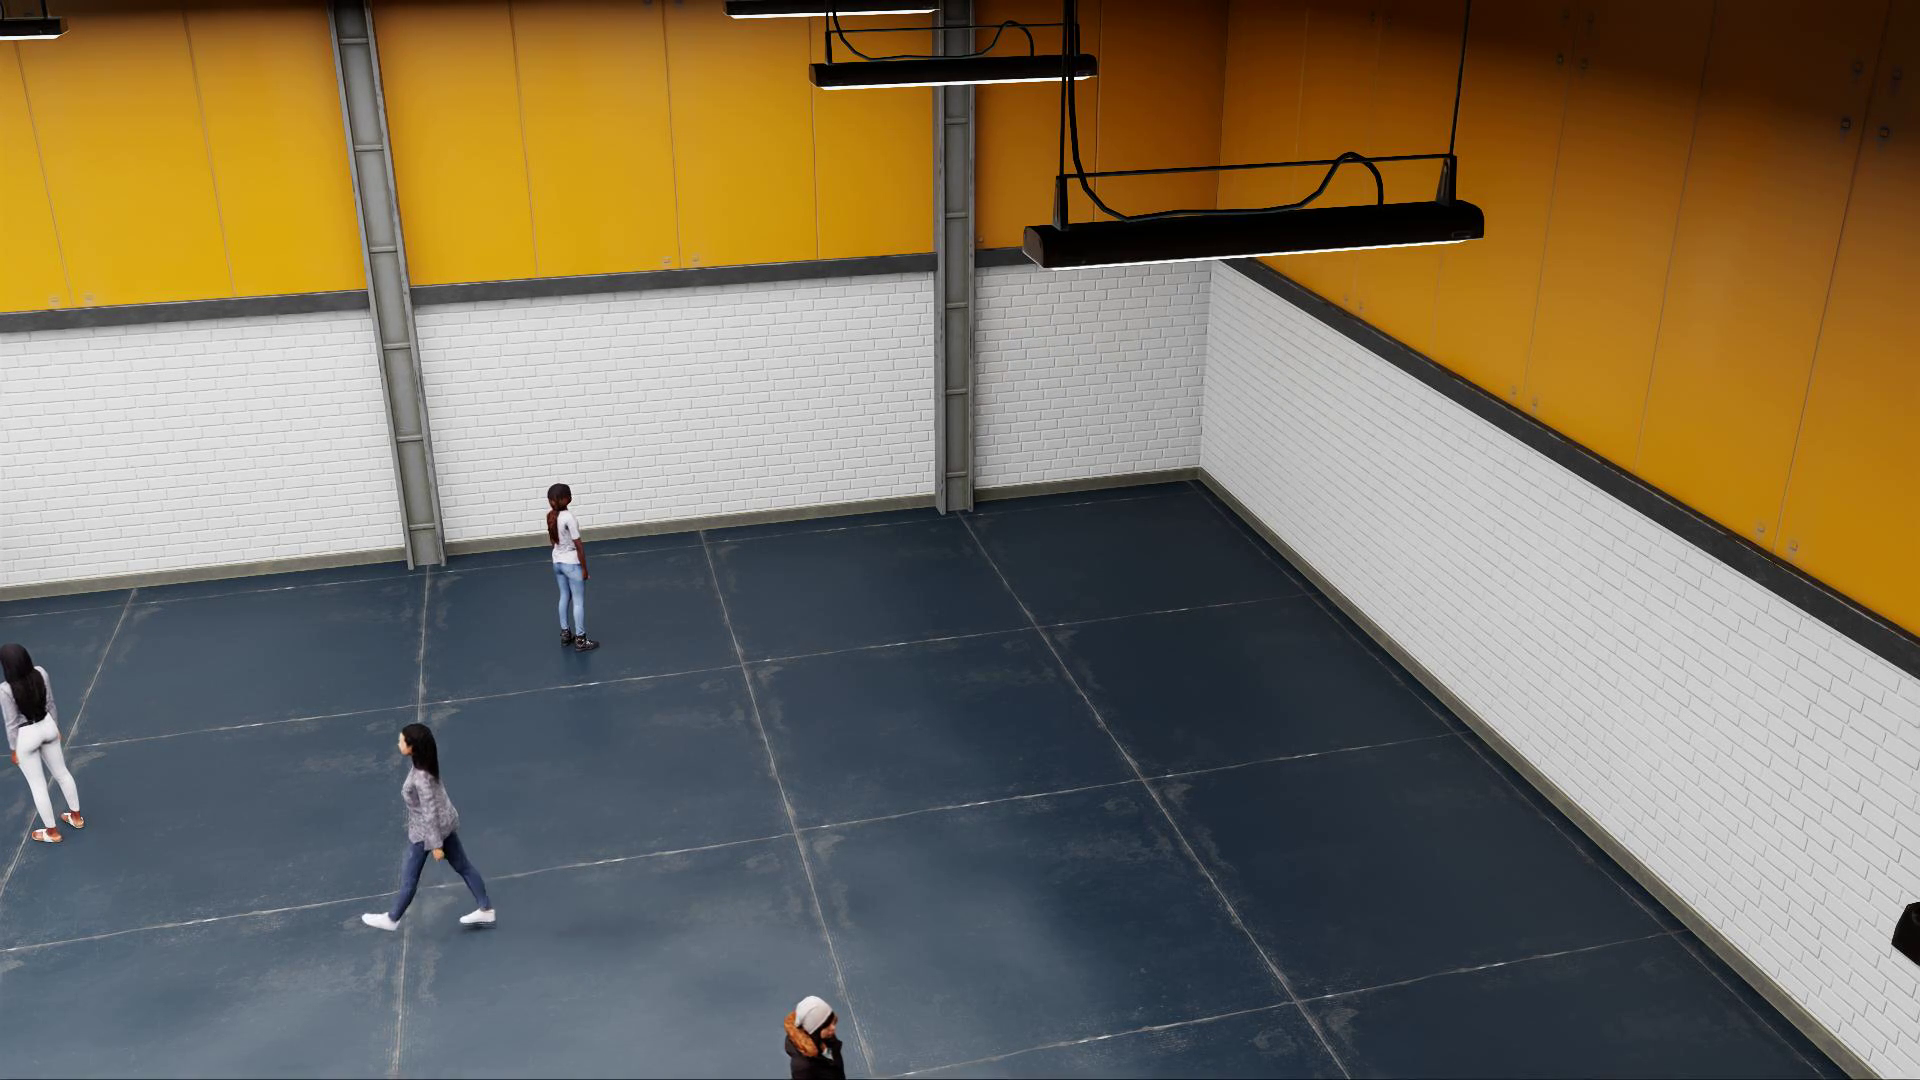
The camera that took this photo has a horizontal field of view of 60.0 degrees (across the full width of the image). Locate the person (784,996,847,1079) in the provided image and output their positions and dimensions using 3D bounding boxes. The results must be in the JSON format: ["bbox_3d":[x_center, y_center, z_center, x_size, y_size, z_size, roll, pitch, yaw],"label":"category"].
[{"bbox_3d":[-0.803,3.250,9.390,0.751,1.634,0.729,5,24,12],"label":"person"}]

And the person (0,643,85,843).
[{"bbox_3d":[-7.282,1.575,13.108,0.719,1.724,0.671,11,26,24],"label":"person"}]

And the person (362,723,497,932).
[{"bbox_3d":[-3.693,2.097,11.970,1.212,1.680,0.804,-1,24,-3],"label":"person"}]

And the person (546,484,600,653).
[{"bbox_3d":[-3.800,0.250,16.145,0.672,1.719,0.706,18,29,35],"label":"person"}]
